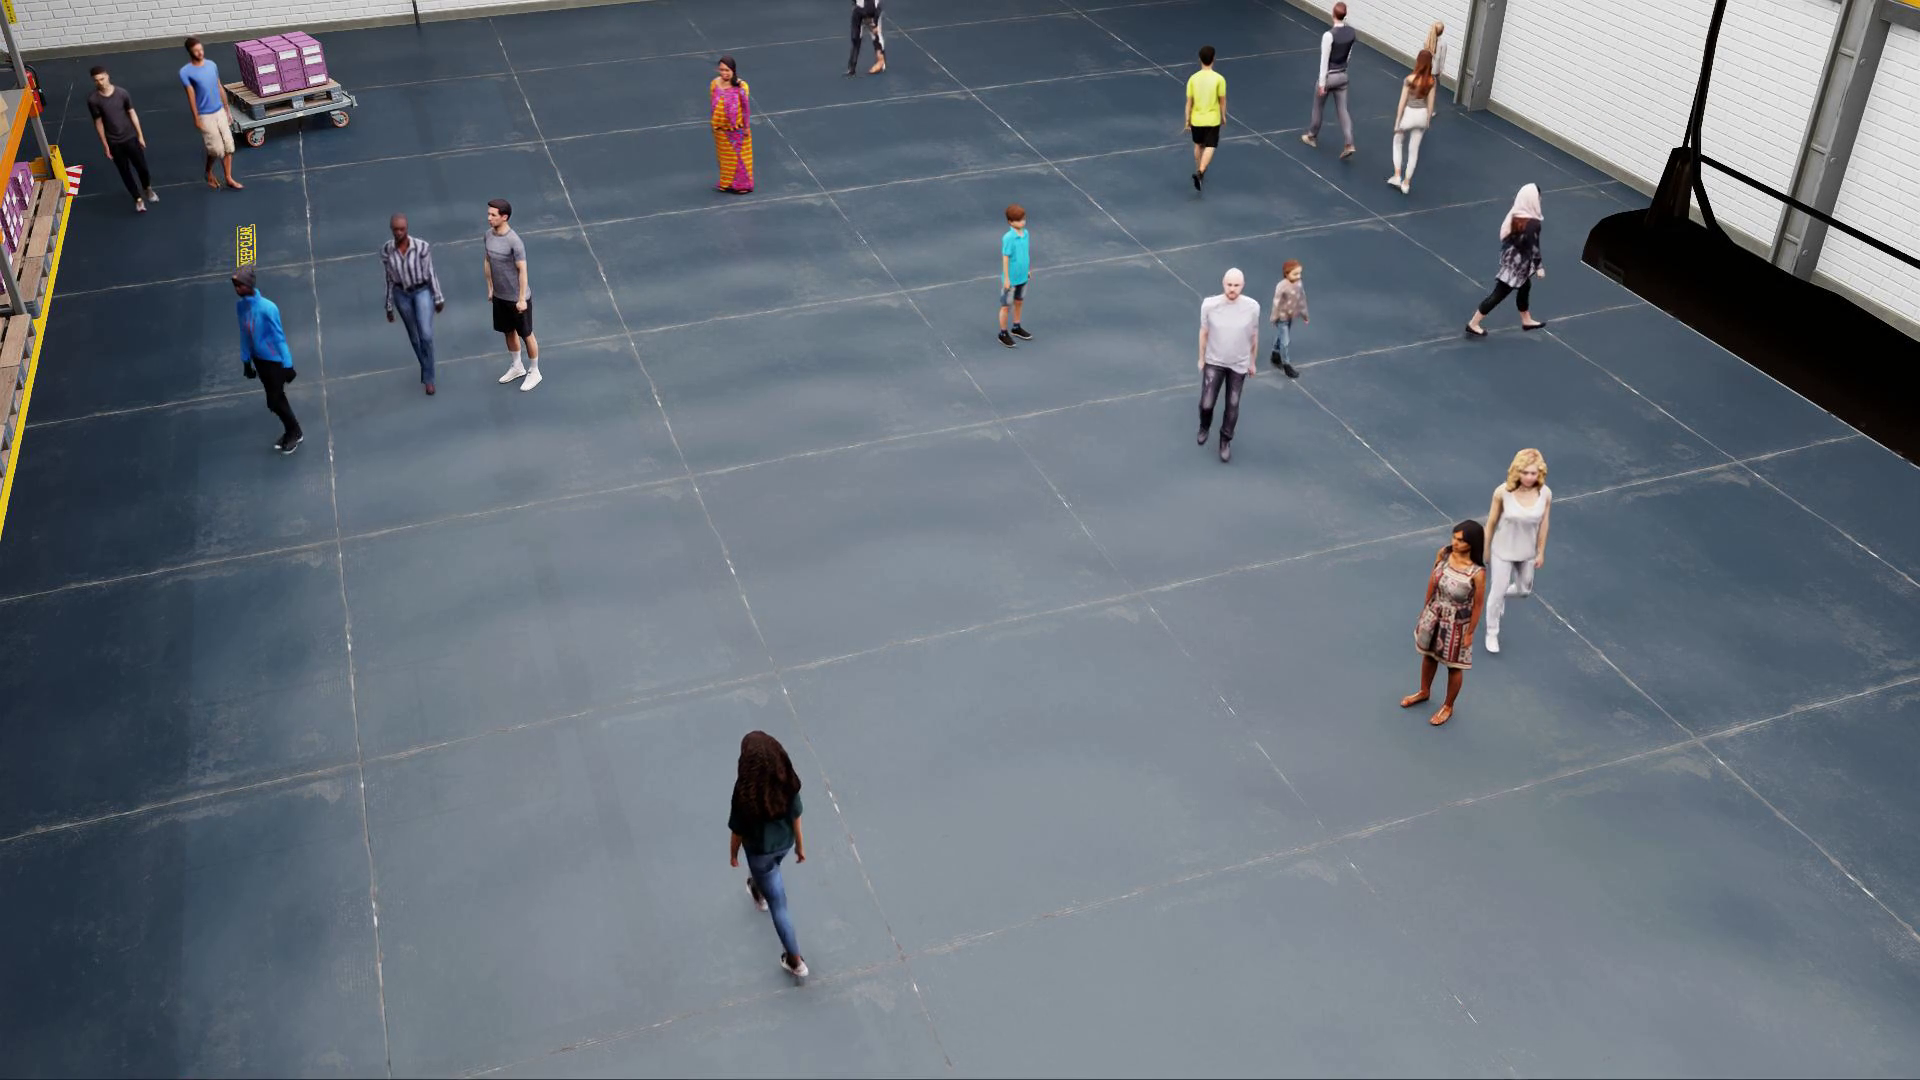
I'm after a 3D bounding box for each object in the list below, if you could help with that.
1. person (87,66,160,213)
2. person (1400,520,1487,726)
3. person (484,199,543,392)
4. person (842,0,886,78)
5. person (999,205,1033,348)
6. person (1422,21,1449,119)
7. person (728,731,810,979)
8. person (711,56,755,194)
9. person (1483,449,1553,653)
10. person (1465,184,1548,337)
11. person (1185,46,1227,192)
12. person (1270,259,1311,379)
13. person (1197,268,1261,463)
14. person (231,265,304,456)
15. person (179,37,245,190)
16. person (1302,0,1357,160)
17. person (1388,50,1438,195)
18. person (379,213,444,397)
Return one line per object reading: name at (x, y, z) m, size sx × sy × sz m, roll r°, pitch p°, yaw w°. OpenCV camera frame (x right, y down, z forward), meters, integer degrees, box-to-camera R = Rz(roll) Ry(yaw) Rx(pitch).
person at (-9.843, -4.699, 19.459) m, size 0.706 × 1.744 × 0.726 m, roll -21°, pitch 39°, yaw -29°
person at (3.439, 0.555, 11.645) m, size 0.764 × 1.645 × 0.565 m, roll -21°, pitch 39°, yaw -28°
person at (-4.259, -2.354, 15.818) m, size 0.702 × 1.869 × 0.795 m, roll 20°, pitch 38°, yaw 27°
person at (-1.297, -7.515, 23.606) m, size 1.111 × 1.844 × 1.160 m, roll -27°, pitch 42°, yaw -34°
person at (0.545, -2.679, 16.687) m, size 0.609 × 1.448 × 0.594 m, roll 28°, pitch 43°, yaw 36°
person at (6.318, -6.320, 22.322) m, size 0.593 × 1.275 × 0.662 m, roll 19°, pitch 38°, yaw 27°
person at (-1.085, 1.865, 9.742) m, size 0.773 × 1.569 × 1.165 m, roll -20°, pitch 39°, yaw -27°
person at (-2.751, -5.008, 19.983) m, size 0.776 × 1.679 × 0.824 m, roll 9°, pitch 35°, yaw 13°
person at (4.137, 0.021, 12.436) m, size 0.794 × 1.658 × 0.926 m, roll 2°, pitch 34°, yaw 3°
person at (5.492, -2.753, 16.669) m, size 0.892 × 1.592 × 1.123 m, roll -3°, pitch 34°, yaw -5°
person at (2.947, -5.055, 20.049) m, size 1.011 × 1.684 × 1.106 m, roll 12°, pitch 36°, yaw 18°
person at (3.151, -2.210, 16.230) m, size 0.576 × 1.174 × 0.755 m, roll -21°, pitch 39°, yaw -28°
person at (2.372, -1.607, 14.738) m, size 0.816 × 1.821 × 0.861 m, roll 3°, pitch 34°, yaw 4°
person at (-6.077, -1.636, 14.816) m, size 0.738 × 1.783 × 0.805 m, roll 16°, pitch 37°, yaw 23°
person at (-9.083, -5.149, 20.040) m, size 0.872 × 1.851 × 0.811 m, roll 19°, pitch 38°, yaw 26°
person at (4.765, -5.759, 20.900) m, size 0.634 × 1.914 × 1.221 m, roll -12°, pitch 35°, yaw -17°
person at (5.445, -4.974, 19.903) m, size 0.707 × 1.711 × 0.732 m, roll -2°, pitch 34°, yaw -3°
person at (-5.190, -2.305, 15.837) m, size 0.782 × 1.768 × 0.909 m, roll -4°, pitch 34°, yaw -6°
